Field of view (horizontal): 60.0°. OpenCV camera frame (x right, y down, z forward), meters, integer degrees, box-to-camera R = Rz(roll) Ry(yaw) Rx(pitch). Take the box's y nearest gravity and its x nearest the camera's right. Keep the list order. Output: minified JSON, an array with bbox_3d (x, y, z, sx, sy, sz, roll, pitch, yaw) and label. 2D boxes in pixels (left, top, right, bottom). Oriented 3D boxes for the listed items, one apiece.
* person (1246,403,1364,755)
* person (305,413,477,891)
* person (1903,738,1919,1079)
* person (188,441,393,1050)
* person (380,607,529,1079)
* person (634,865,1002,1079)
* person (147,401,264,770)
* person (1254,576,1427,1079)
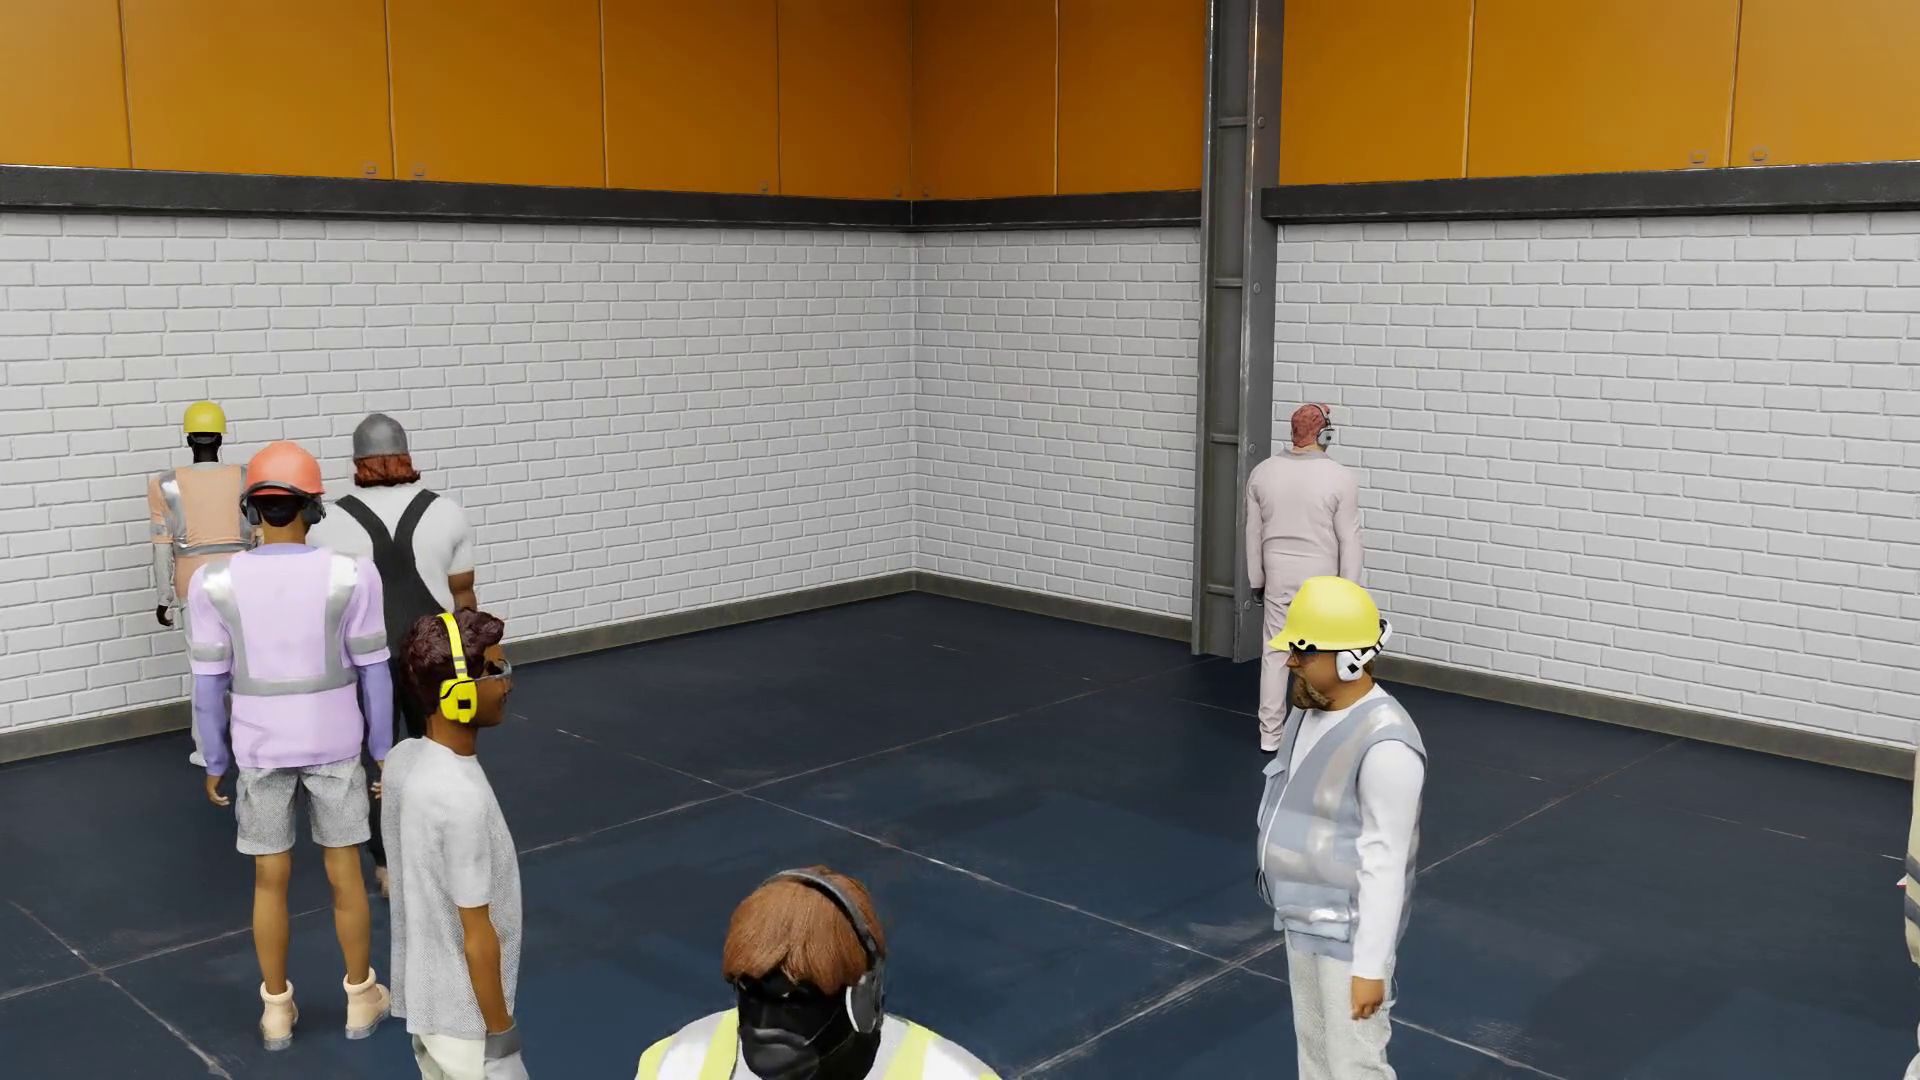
[{"bbox_3d":[1.845,0.225,8.851,0.652,1.904,0.404,7,12,38],"label":"person"},{"bbox_3d":[-2.452,0.430,7.176,0.699,2.000,0.842,-4,10,-21],"label":"person"},{"bbox_3d":[2.558,1.034,4.106,0.404,1.832,0.600,2,9,11],"label":"person"},{"bbox_3d":[-2.226,0.686,5.608,0.615,2.038,0.395,-3,10,-15],"label":"person"},{"bbox_3d":[-1.105,1.073,3.758,0.329,1.872,0.511,-7,12,-37],"label":"person"},{"bbox_3d":[-0.197,1.318,2.469,0.640,1.809,0.925,3,10,17],"label":"person"},{"bbox_3d":[-3.904,0.236,8.715,0.593,1.924,0.384,-6,11,-31],"label":"person"},{"bbox_3d":[0.979,0.994,4.386,0.403,1.826,0.591,-2,9,-11],"label":"person"}]
